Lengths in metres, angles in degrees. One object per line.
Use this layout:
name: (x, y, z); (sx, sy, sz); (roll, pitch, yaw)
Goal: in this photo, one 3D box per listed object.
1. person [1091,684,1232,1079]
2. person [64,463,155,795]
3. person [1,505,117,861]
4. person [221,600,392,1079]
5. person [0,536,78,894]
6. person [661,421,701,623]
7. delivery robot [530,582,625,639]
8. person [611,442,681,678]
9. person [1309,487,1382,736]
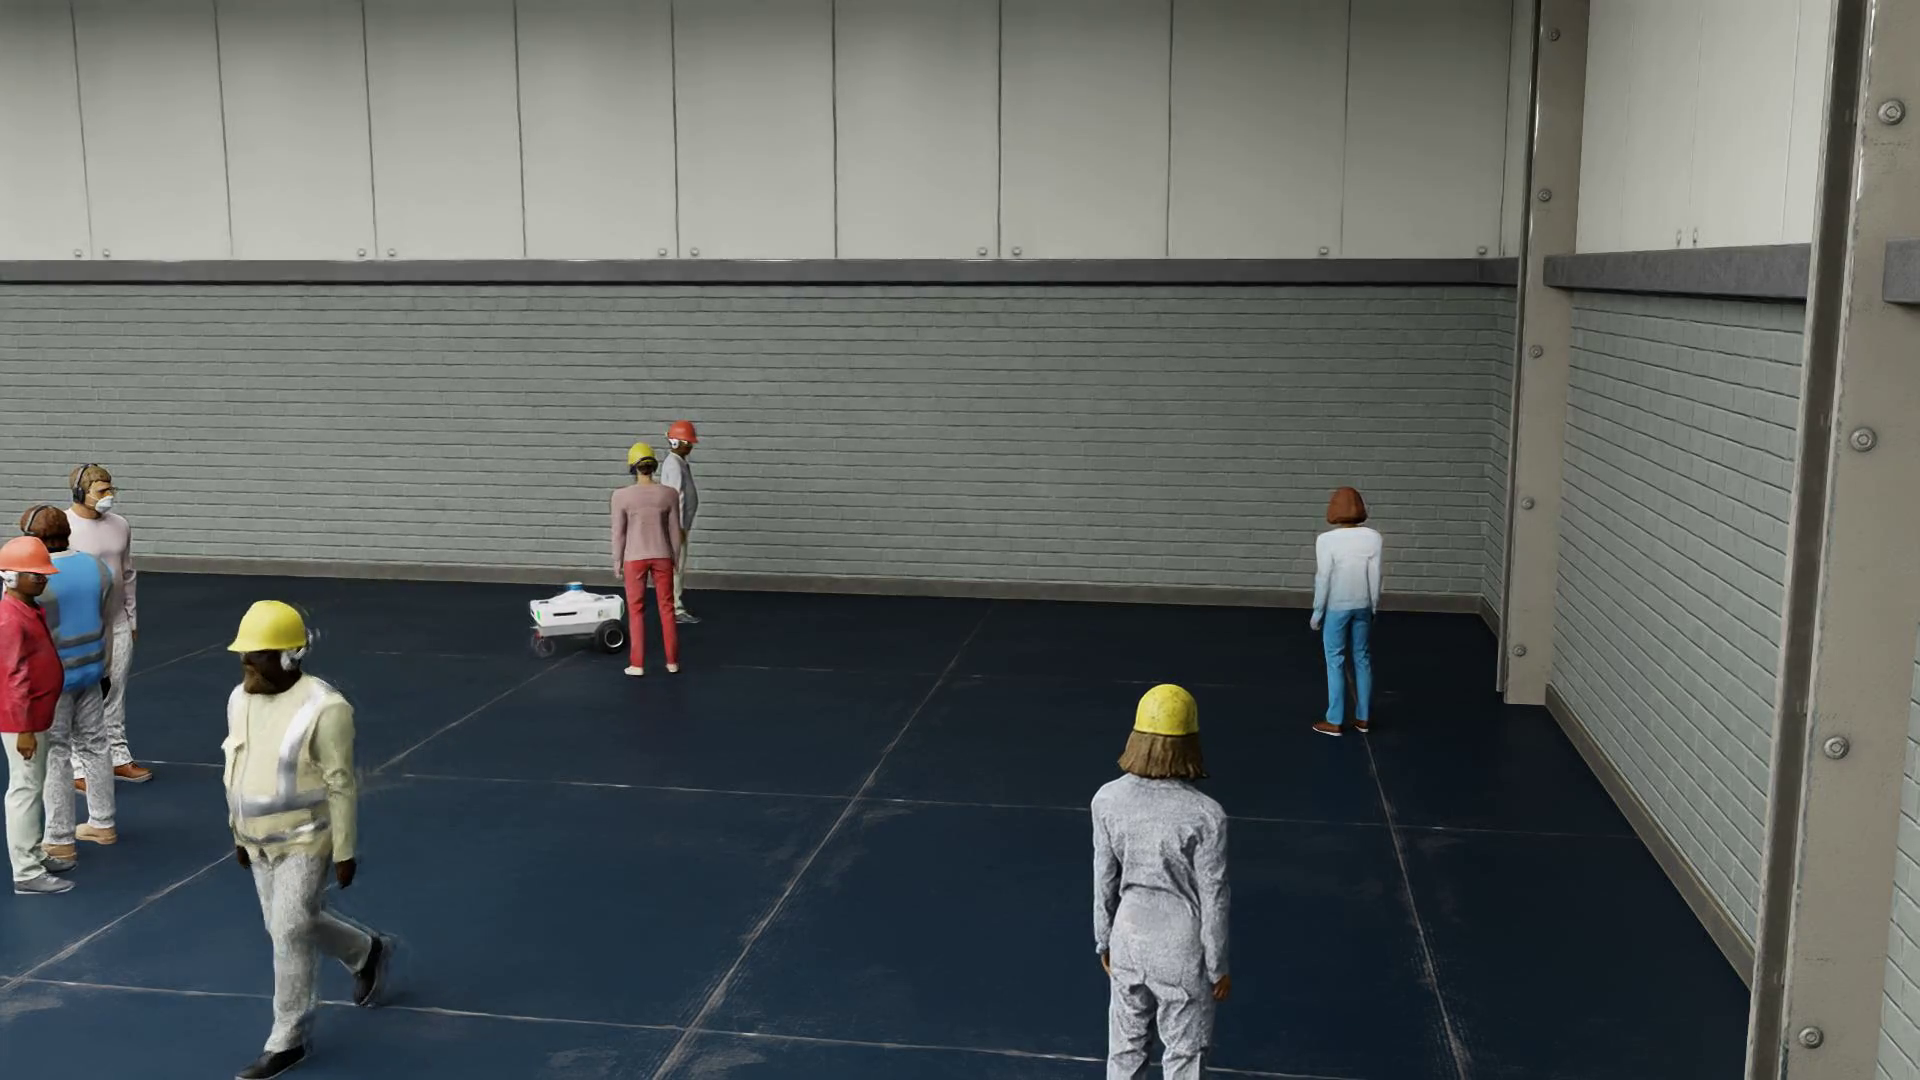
person: (0.650, 1.315, 5.342); (0.484, 1.732, 0.313); (7, 12, 37)
person: (-5.030, 0.513, 9.681); (0.375, 1.933, 0.625); (3, 10, 17)
person: (-4.658, 0.733, 8.591); (0.429, 1.842, 0.637); (3, 10, 18)
person: (-2.519, 1.099, 6.423); (0.592, 1.815, 0.761); (5, 11, 29)
person: (-4.547, 0.847, 8.165); (0.339, 1.748, 0.565); (-4, 10, -22)
person: (-2.413, -0.163, 14.404); (0.346, 1.744, 0.563); (-2, 9, -11)
delivery robot: (-3.045, 0.577, 13.222); (0.707, 0.478, 0.477); (-4, 10, -22)
person: (-2.351, 0.148, 12.476); (0.524, 1.757, 0.359); (-4, 10, -23)
person: (2.521, 0.465, 10.882); (0.507, 1.631, 0.270); (-4, 10, -22)
